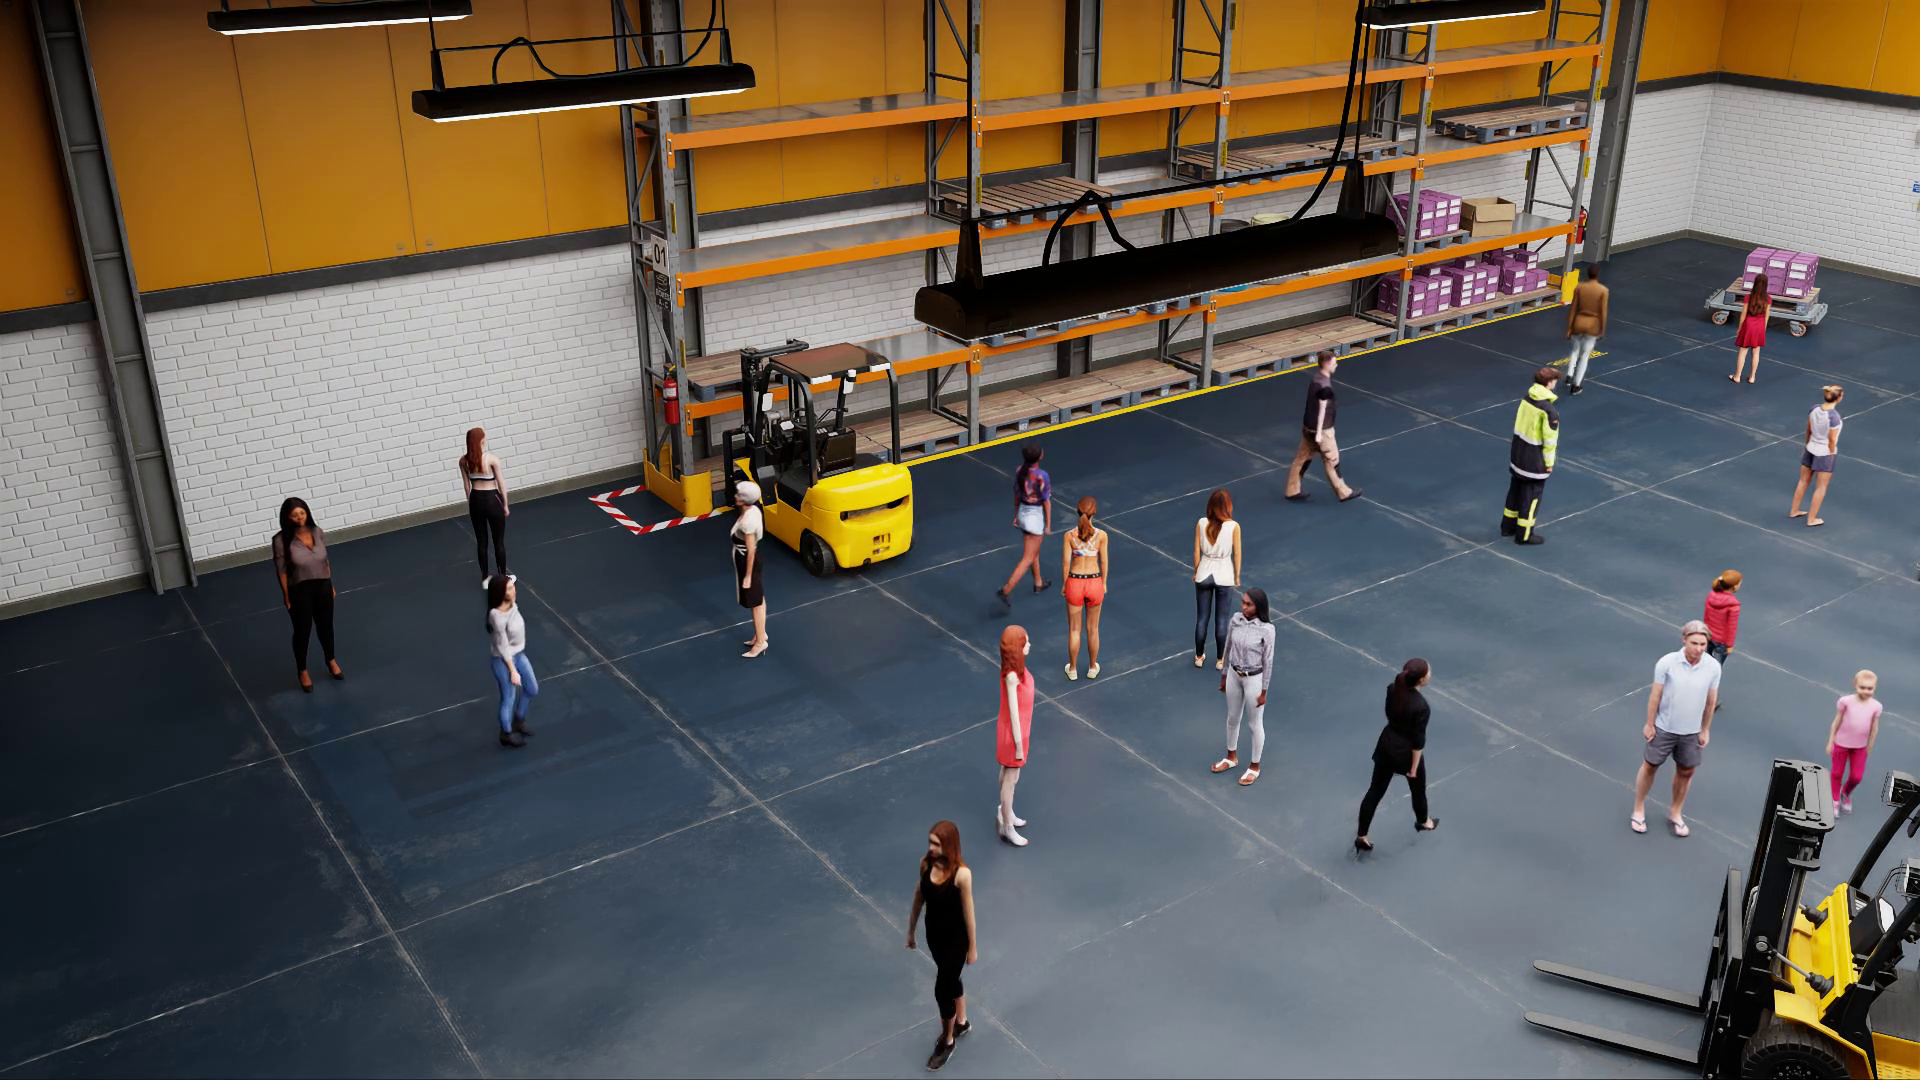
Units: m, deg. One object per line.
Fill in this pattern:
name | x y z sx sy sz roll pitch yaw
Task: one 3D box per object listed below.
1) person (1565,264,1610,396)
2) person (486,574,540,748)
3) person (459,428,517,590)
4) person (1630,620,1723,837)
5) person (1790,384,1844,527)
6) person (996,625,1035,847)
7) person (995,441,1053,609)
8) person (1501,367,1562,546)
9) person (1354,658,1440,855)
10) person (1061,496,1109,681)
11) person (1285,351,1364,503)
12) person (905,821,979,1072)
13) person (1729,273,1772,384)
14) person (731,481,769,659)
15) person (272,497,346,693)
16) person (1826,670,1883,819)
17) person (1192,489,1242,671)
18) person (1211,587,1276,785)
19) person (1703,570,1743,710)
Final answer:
person | 8.536 -2.862 22.745 0.711 1.806 0.722 17 29 34
person | -3.889 1.040 14.057 0.768 1.616 0.712 3 24 7
person | -4.853 -0.328 17.029 0.654 1.741 0.731 2 24 4
person | 5.560 1.433 12.890 0.706 1.829 0.765 4 24 9
person | 9.628 -0.962 18.629 0.597 1.621 0.616 -7 25 -15
person | 0.402 1.481 12.782 0.689 1.828 0.665 0 24 0
person | 0.643 -0.134 16.621 1.171 1.712 0.735 -21 32 -40
person | 6.236 -0.936 18.123 0.788 1.980 0.854 -6 24 -14
person | 3.263 1.677 12.606 1.054 1.609 0.618 -15 28 -30
person | 1.137 0.442 15.205 0.660 1.791 0.741 0 24 0
person | 4.019 -1.276 19.125 1.222 1.799 1.064 -1 24 -1
person | -0.012 2.497 10.603 0.688 1.712 0.785 21 31 39
person | 11.110 -2.972 23.313 0.687 1.553 0.747 5 24 10
person | -1.951 0.270 15.642 0.719 1.755 0.699 0 24 0
person | -5.920 0.470 15.079 0.761 1.842 0.613 20 30 38
person | 7.078 1.590 13.236 0.598 1.266 0.652 9 25 19
person | 2.360 0.364 15.391 0.683 1.785 0.705 9 25 19
person | 2.350 1.172 13.619 0.555 1.724 0.631 -22 32 -40
person | 6.719 0.883 14.798 0.567 1.309 0.554 -7 25 -16
